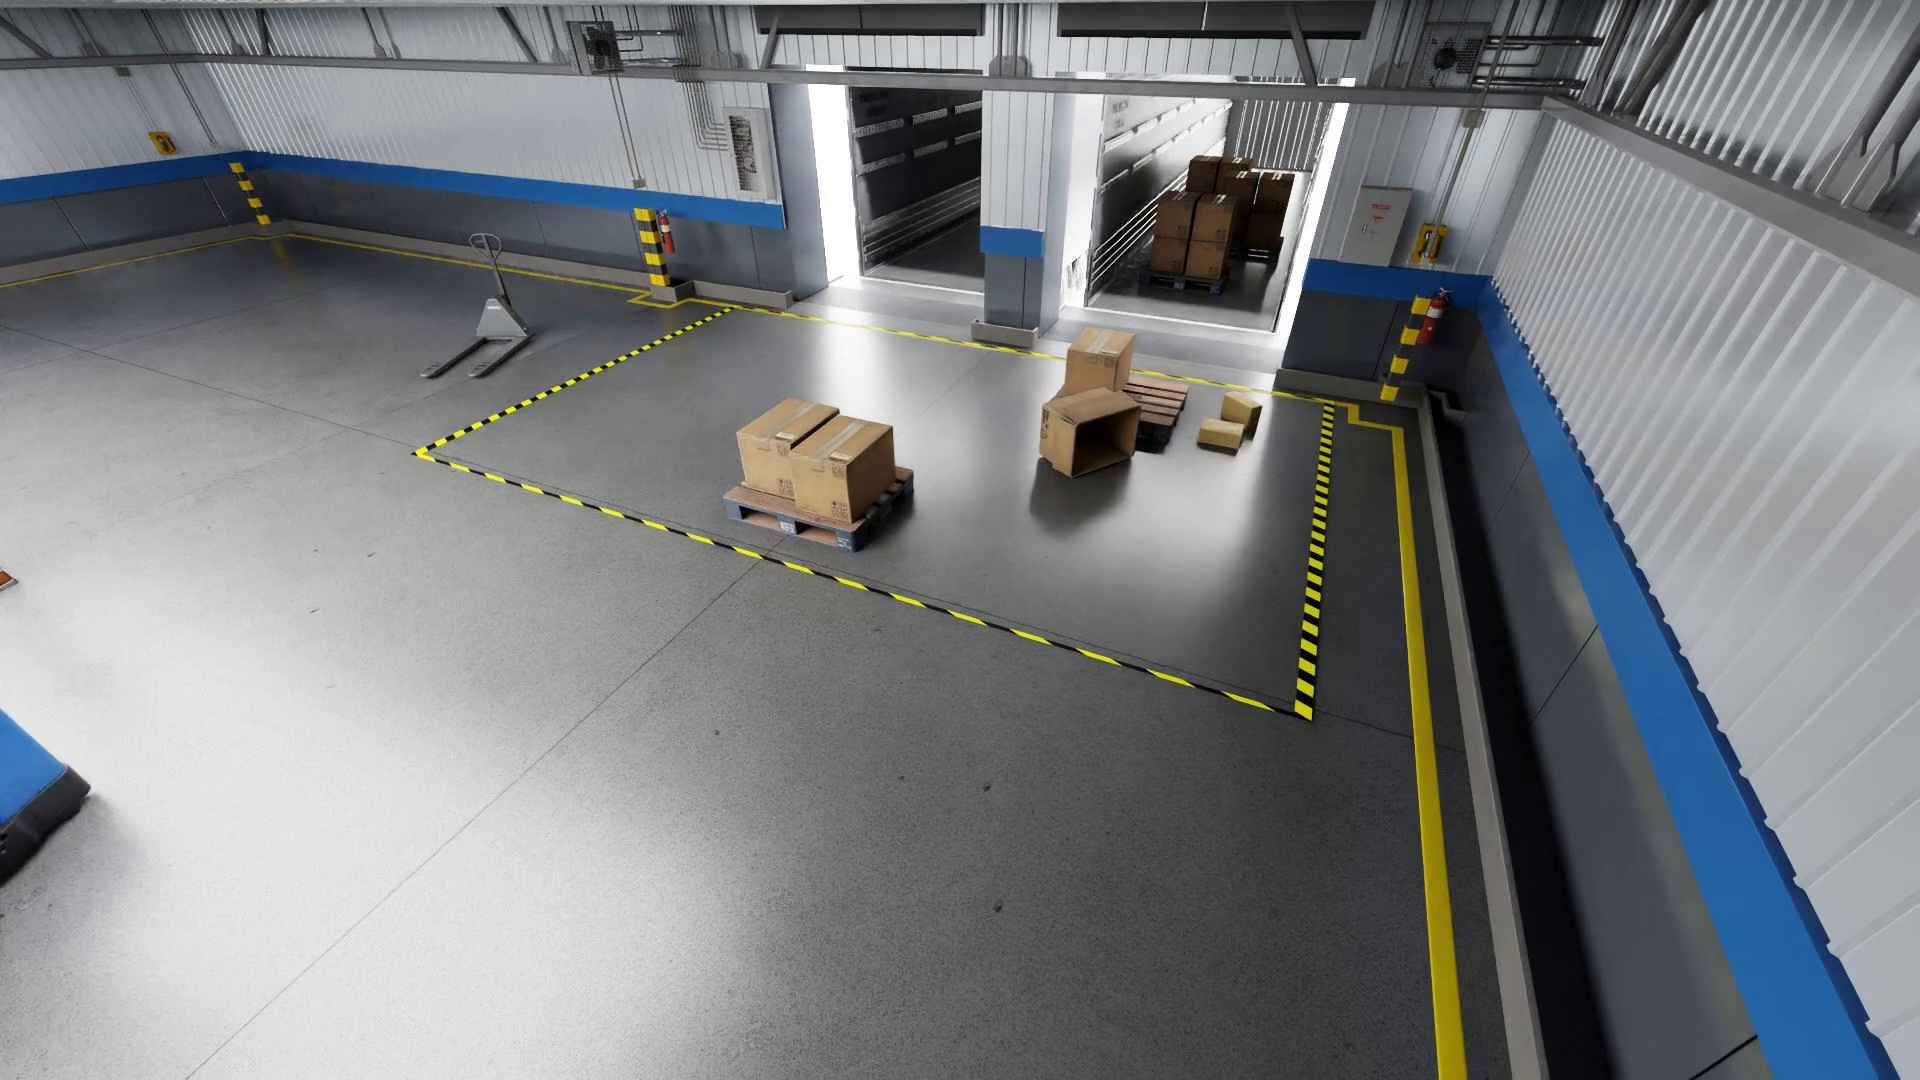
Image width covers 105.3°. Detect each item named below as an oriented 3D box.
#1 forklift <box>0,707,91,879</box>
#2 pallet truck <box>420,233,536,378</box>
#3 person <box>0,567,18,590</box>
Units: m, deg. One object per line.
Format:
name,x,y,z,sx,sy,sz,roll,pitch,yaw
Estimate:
forklift,-4.815,0.753,2.873,0.716,2.013,0.776,-1,36,-1
pallet truck,-5.664,-2.712,8.427,0.680,1.201,1.601,0,35,-1
person,-6.920,-0.433,4.617,0.614,1.945,0.403,16,39,21
